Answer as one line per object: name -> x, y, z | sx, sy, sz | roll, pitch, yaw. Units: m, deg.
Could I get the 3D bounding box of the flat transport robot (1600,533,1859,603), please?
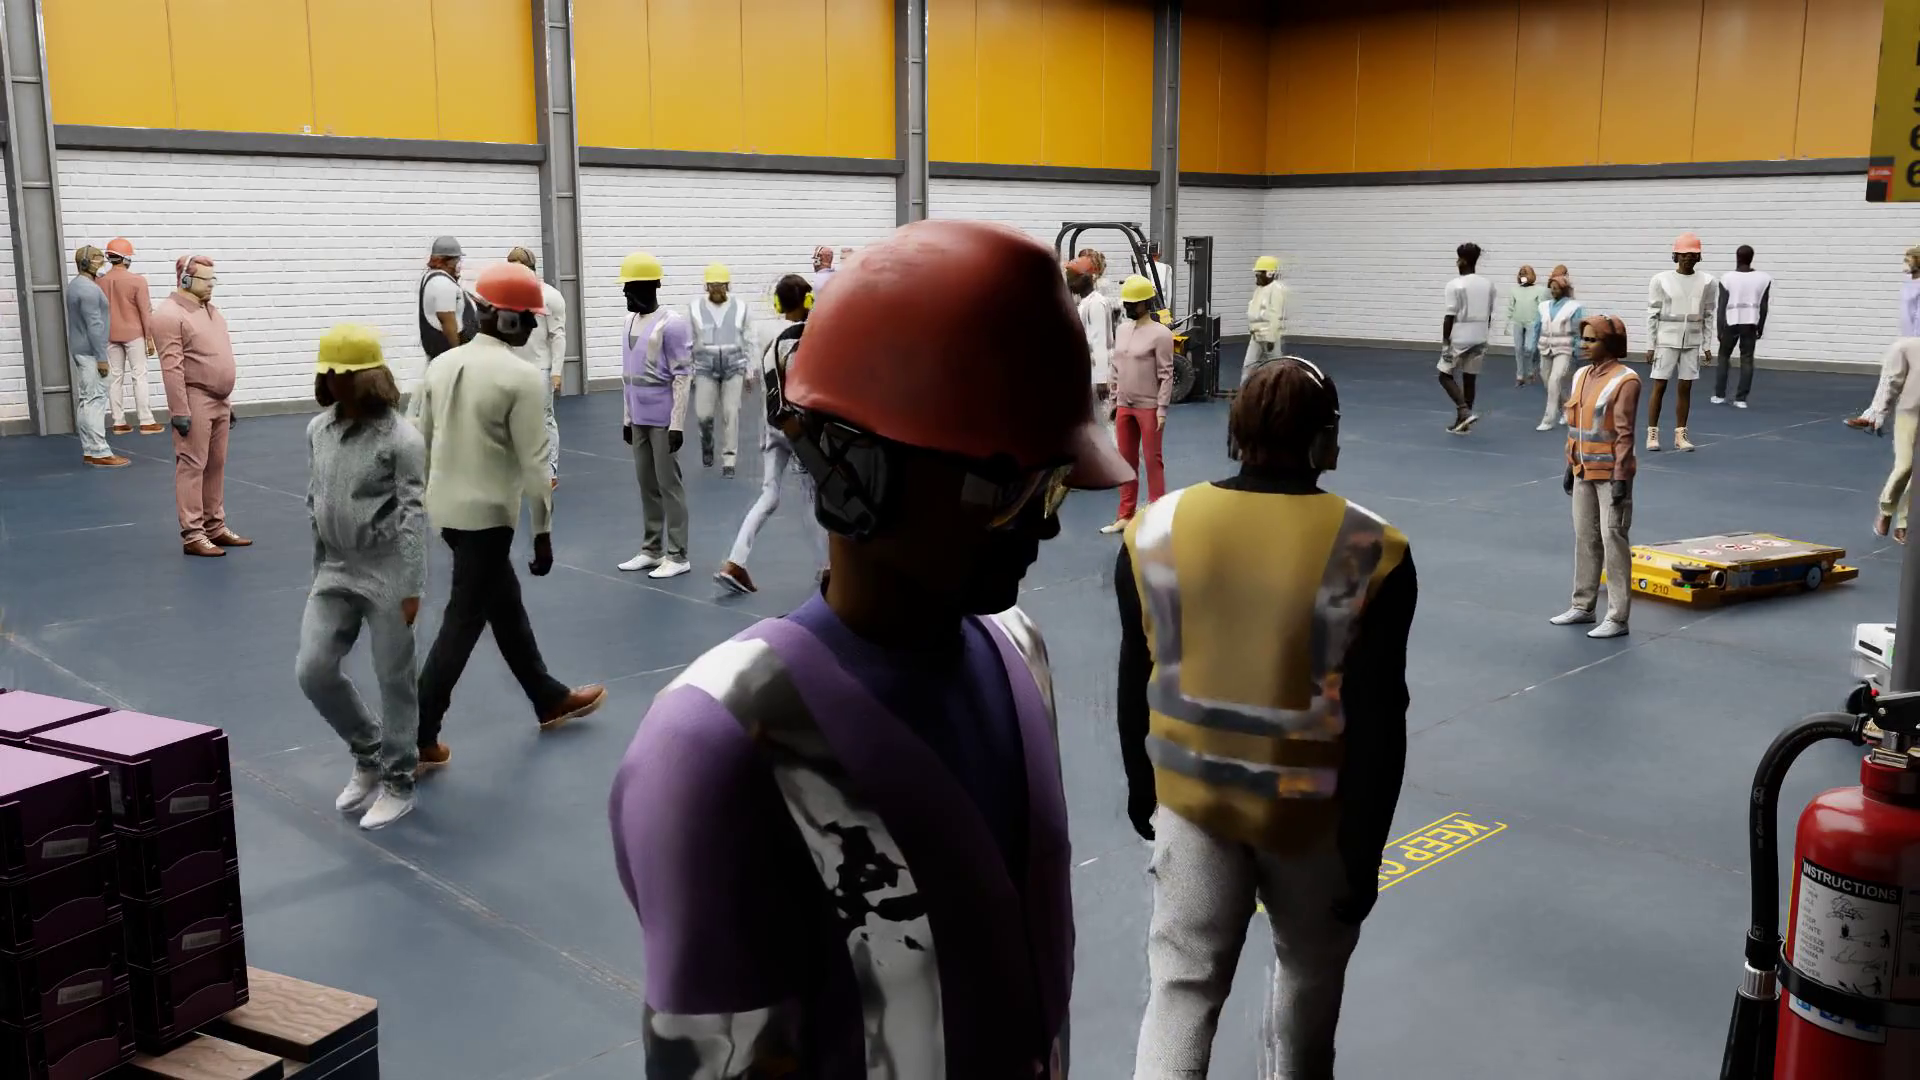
flat transport robot -> 4.436, 0.143, 9.592 | 1.431, 0.197, 0.652 | -5, 12, -28

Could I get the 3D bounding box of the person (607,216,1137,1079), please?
person -> -0.037, 0.725, 1.604 | 0.388, 2.037, 0.605 | 5, 12, 26

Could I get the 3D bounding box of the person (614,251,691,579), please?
person -> -1.832, -0.733, 9.851 | 0.385, 1.925, 0.592 | -9, 14, -41

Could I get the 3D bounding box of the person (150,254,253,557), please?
person -> -4.816, -0.857, 10.596 | 0.410, 1.905, 0.641 | 1, 10, 3

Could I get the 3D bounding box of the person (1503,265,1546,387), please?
person -> 7.533, -2.852, 22.226 | 0.537, 1.619, 0.388 | 8, 13, 37

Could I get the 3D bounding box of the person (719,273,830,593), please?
person -> -1.006, -0.606, 9.488 | 0.491, 1.826, 0.934 | 7, 13, 35

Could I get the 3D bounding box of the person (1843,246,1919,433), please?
person -> 9.471, -1.991, 16.762 | 0.938, 1.903, 0.660 | 1, 10, 8

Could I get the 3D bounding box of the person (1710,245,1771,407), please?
person -> 9.280, -2.546, 19.802 | 0.586, 1.894, 0.795 | 2, 11, 12

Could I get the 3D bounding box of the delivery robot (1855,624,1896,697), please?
delivery robot -> 4.061, 0.469, 6.784 | 0.707, 0.478, 0.477 | 0, 10, 1

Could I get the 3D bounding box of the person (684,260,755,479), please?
person -> -2.018, -1.429, 13.948 | 0.604, 1.815, 0.512 | -2, 11, -11

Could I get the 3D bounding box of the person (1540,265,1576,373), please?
person -> 8.739, -3.208, 24.267 | 0.828, 1.591, 0.503 | -6, 12, -29

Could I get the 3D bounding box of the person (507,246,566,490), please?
person -> -3.400, -1.332, 13.105 | 0.627, 1.934, 0.370 | 3, 11, 17

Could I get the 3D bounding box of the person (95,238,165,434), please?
person -> -8.495, -2.067, 16.939 | 0.613, 1.995, 0.391 | 1, 10, 5

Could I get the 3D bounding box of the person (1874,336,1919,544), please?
person -> 6.296, -0.764, 10.860 | 0.550, 1.607, 0.341 | 2, 11, 13

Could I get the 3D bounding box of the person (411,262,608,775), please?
person -> -1.846, -0.098, 6.427 | 0.687, 1.922, 1.028 | 8, 13, 37

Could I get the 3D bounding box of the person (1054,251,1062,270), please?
person -> 0.749, -1.487, 14.011 | 0.579, 1.902, 0.855 | 6, 12, 31

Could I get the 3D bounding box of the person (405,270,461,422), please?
person -> -5.455, -2.009, 17.165 | 0.715, 1.818, 0.545 | -5, 11, -24

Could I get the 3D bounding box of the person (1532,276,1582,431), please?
person -> 6.279, -1.963, 17.430 | 0.768, 1.613, 0.526 | -8, 13, -38

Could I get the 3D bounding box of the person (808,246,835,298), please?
person -> -1.466, -2.200, 17.906 | 0.408, 1.909, 0.638 | 6, 12, 31

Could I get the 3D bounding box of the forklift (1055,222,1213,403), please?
forklift -> 1.935, -2.847, 20.651 | 2.313, 2.155, 1.214 | 2, 11, 13

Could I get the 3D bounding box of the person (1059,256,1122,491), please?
person -> 1.010, -1.297, 13.120 | 0.672, 1.849, 0.720 | -1, 10, -3

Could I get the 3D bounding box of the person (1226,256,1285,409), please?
person -> 3.595, -2.398, 19.306 | 0.910, 1.796, 0.604 | -3, 11, -14

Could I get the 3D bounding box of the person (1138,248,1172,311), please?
person -> 2.999, -3.620, 25.715 | 0.579, 1.882, 0.342 | -4, 11, -19

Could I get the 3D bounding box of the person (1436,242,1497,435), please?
person -> 5.109, -2.018, 16.781 | 0.635, 1.953, 0.516 | -4, 11, -20

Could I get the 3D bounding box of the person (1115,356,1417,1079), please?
person -> 0.577, 0.531, 3.339 | 0.628, 1.796, 0.981 | 5, 11, 25

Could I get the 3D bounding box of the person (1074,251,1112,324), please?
person -> 1.530, -2.371, 19.022 | 0.506, 1.841, 0.346 | 8, 13, 38

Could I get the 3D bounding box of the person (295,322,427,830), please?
person -> -2.022, 0.131, 5.655 | 0.513, 1.727, 0.351 | 4, 11, 21

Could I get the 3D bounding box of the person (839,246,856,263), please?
person -> -1.286, -2.504, 19.587 | 0.659, 1.889, 0.647 | 10, 14, 42

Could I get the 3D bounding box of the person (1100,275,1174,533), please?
person -> 1.189, -0.883, 11.135 | 0.327, 1.760, 0.524 | -9, 14, -40

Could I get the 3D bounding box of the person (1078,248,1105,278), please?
person -> 1.814, -3.175, 23.424 | 0.430, 1.835, 0.625 | -3, 11, -13

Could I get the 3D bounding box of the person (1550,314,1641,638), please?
person -> 3.247, -0.324, 8.443 | 0.317, 1.630, 0.510 | -3, 11, -13

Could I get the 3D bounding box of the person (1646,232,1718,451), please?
person -> 6.751, -1.843, 15.587 | 0.609, 2.044, 0.393 | 1, 10, 7

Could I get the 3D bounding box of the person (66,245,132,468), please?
person -> -7.573, -1.596, 14.537 | 0.375, 1.936, 0.627 | -8, 13, -36

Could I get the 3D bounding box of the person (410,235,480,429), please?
person -> -4.775, -1.828, 15.514 | 0.599, 2.000, 0.695 | -6, 12, -28
